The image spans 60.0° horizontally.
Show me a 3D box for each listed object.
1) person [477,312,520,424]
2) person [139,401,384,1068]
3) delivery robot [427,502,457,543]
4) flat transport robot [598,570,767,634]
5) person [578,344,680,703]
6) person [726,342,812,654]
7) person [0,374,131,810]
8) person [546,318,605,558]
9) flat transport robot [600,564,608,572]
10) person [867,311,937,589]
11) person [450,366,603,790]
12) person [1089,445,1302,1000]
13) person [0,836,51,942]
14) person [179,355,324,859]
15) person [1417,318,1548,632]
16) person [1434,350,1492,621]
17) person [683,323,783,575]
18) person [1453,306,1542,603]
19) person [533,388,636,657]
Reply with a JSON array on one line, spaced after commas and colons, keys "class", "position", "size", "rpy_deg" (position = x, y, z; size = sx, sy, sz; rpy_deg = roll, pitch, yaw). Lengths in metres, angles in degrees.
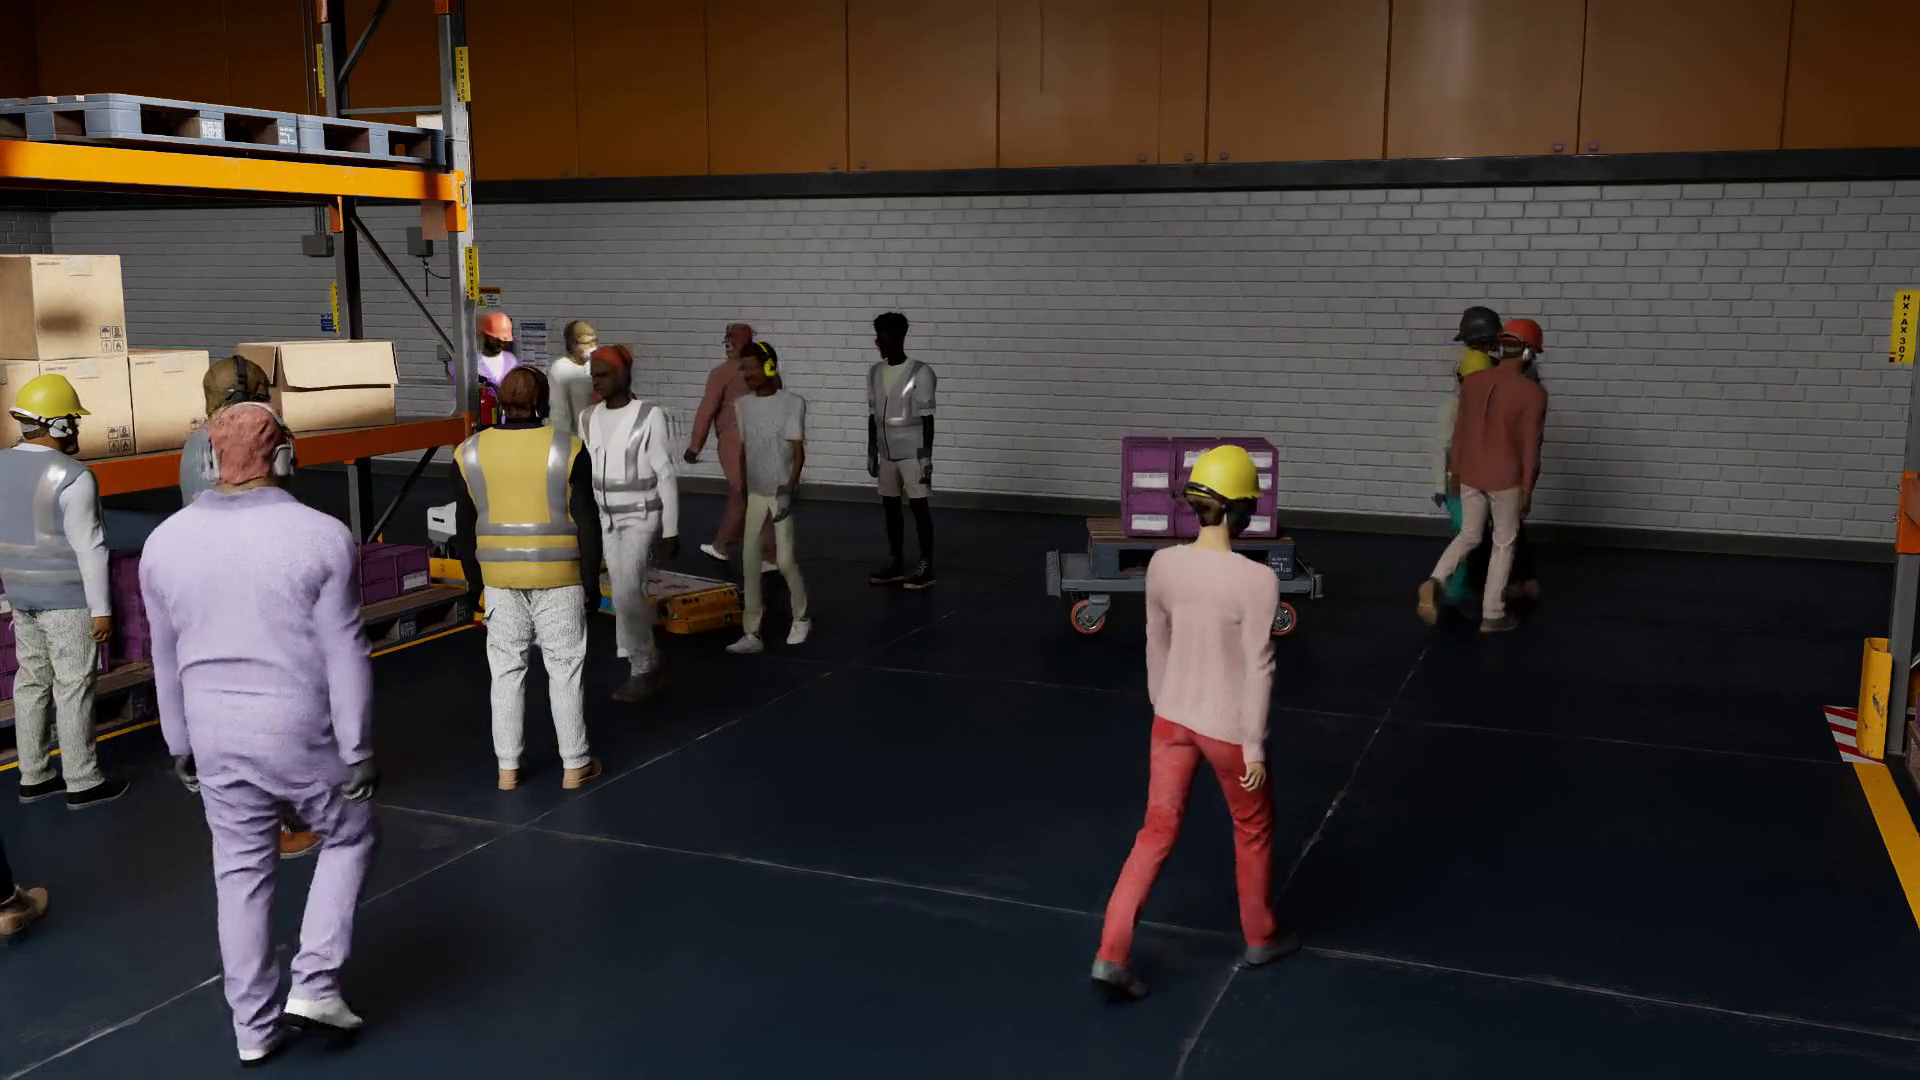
[{"class": "person", "position": [-3.766, -0.876, 13.381], "size": [0.533, 1.893, 0.682], "rpy_deg": [9, 13, 42]}, {"class": "person", "position": [-1.951, 0.553, 4.741], "size": [0.668, 1.885, 0.455], "rpy_deg": [1, 9, 7]}, {"class": "delivery robot", "position": [-3.743, -0.126, 12.615], "size": [0.477, 0.478, 0.707], "rpy_deg": [-9, 13, -43]}, {"class": "flat transport robot", "position": [-1.972, 0.369, 10.755], "size": [1.431, 0.197, 0.652], "rpy_deg": [8, 12, 40]}, {"class": "person", "position": [-1.741, -0.073, 8.594], "size": [0.586, 1.863, 0.475], "rpy_deg": [6, 11, 34]}, {"class": "person", "position": [-1.134, -0.245, 9.813], "size": [0.508, 1.828, 0.706], "rpy_deg": [4, 10, 22]}, {"class": "person", "position": [-3.772, 0.223, 6.962], "size": [0.596, 1.826, 0.403], "rpy_deg": [4, 10, 23]}, {"class": "person", "position": [-2.570, -0.570, 11.517], "size": [0.812, 1.907, 0.668], "rpy_deg": [3, 10, 16]}, {"class": "flat transport robot", "position": [-2.990, 0.194, 11.818], "size": [0.652, 0.197, 1.431], "rpy_deg": [-6, 11, -34]}, {"class": "person", "position": [-0.424, -0.628, 11.736], "size": [0.610, 1.954, 0.408], "rpy_deg": [8, 12, 41]}, {"class": "person", "position": [-1.848, 0.170, 7.210], "size": [0.620, 1.845, 0.430], "rpy_deg": [0, 9, 1]}, {"class": "person", "position": [0.740, 0.565, 5.168], "size": [0.883, 1.728, 0.532], "rpy_deg": [-9, 13, -42]}, {"class": "person", "position": [-3.304, 0.578, 5.307], "size": [0.571, 1.643, 0.825], "rpy_deg": [0, 9, 0]}, {"class": "person", "position": [-2.750, 0.262, 6.379], "size": [0.373, 1.935, 0.628], "rpy_deg": [-8, 12, -39]}, {"class": "person", "position": [3.198, -0.366, 10.129], "size": [0.739, 1.957, 0.660], "rpy_deg": [-7, 12, -36]}, {"class": "person", "position": [3.343, -0.358, 10.760], "size": [0.610, 1.734, 0.584], "rpy_deg": [-7, 12, -36]}, {"class": "person", "position": [-1.639, -0.681, 12.353], "size": [1.018, 1.848, 0.645], "rpy_deg": [7, 12, 35]}, {"class": "person", "position": [3.526, -0.578, 11.146], "size": [0.733, 2.000, 0.535], "rpy_deg": [-5, 11, -29]}, {"class": "person", "position": [-2.093, -0.078, 9.497], "size": [0.525, 1.601, 0.618], "rpy_deg": [8, 12, 40]}]
